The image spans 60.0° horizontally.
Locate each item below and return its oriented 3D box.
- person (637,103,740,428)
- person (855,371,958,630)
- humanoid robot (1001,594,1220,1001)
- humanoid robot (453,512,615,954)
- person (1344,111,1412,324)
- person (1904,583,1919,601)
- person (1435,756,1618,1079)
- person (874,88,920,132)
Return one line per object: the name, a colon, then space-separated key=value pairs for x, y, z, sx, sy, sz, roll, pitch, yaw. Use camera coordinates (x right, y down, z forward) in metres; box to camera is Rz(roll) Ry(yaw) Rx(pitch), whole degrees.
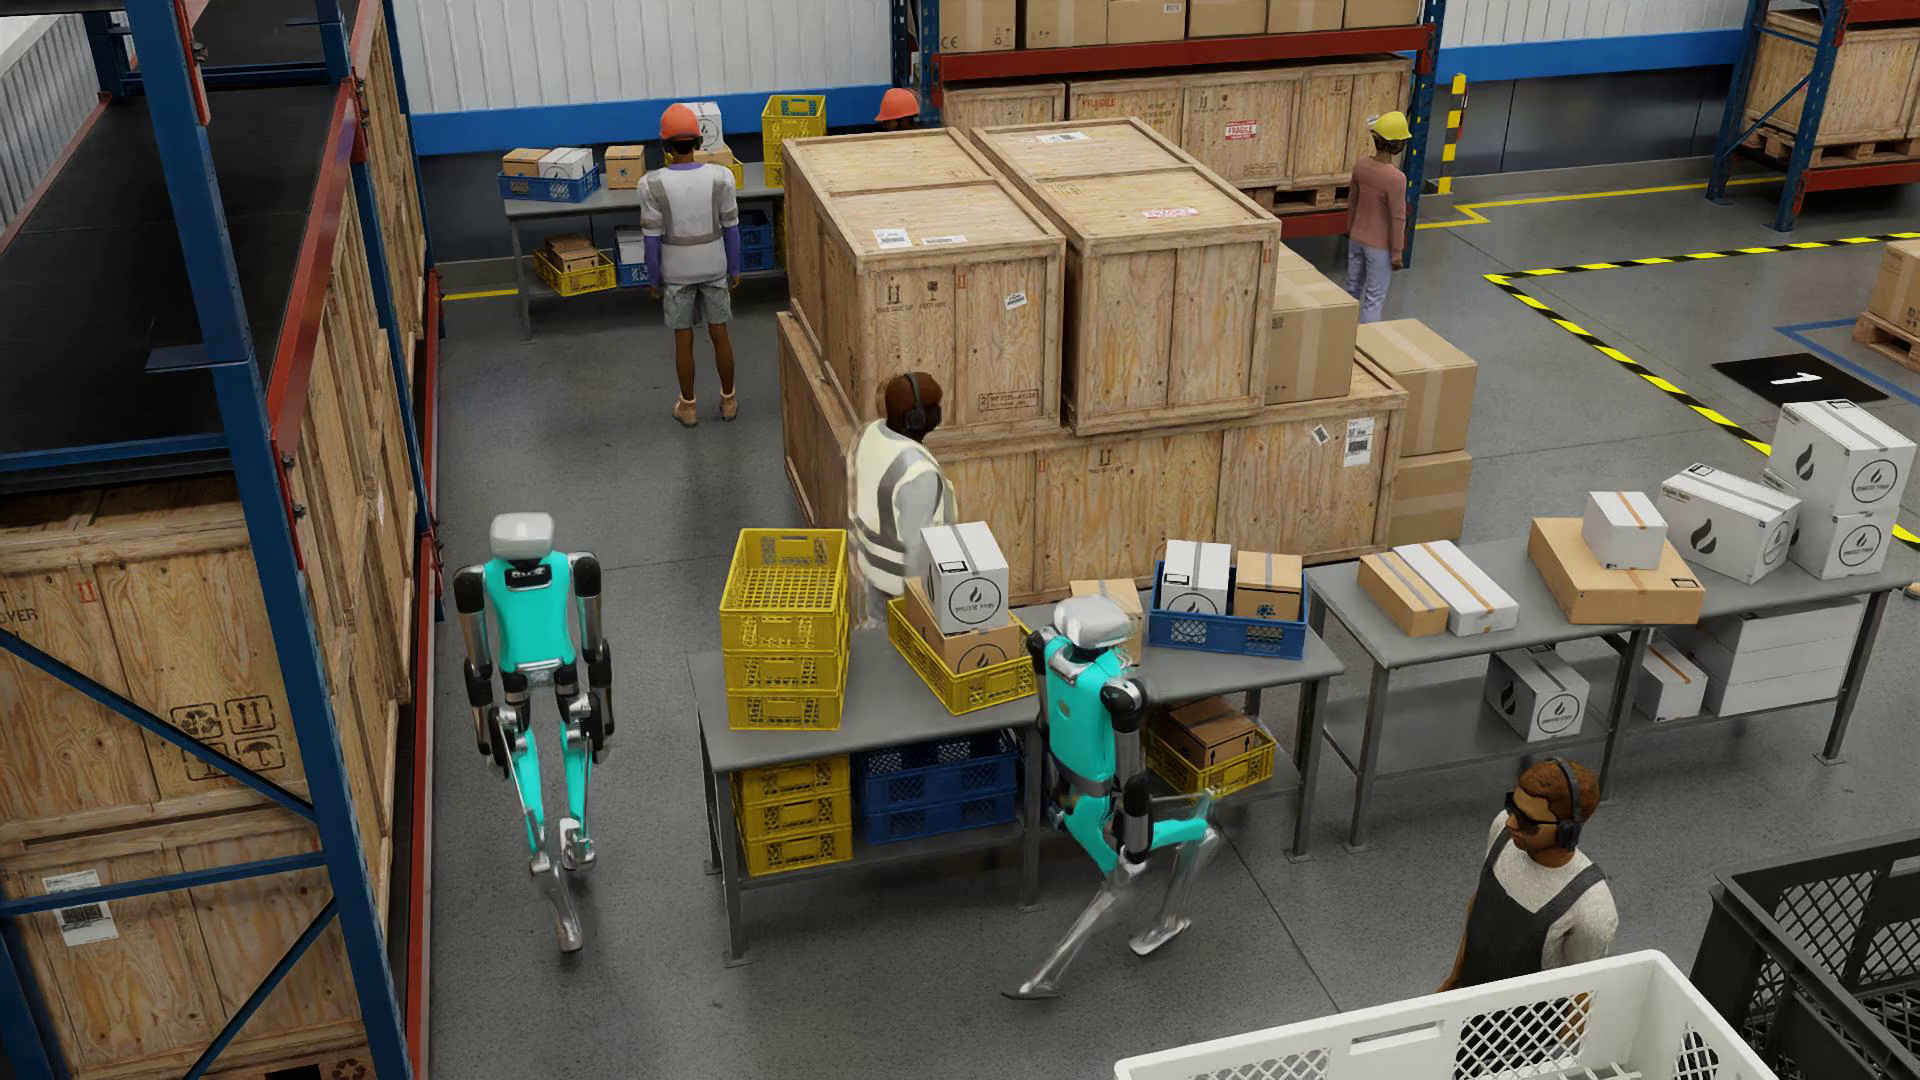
person: x=-1.660 y=-1.682 z=10.331 sx=0.605 sy=2.047 sz=0.366 roll=-10 pitch=30 yaw=-17
person: x=-0.136 y=0.100 z=7.331 sx=0.787 sy=1.812 sz=0.667 roll=-13 pitch=31 yaw=-22
humanoid robot: x=0.616 y=0.921 z=5.956 sx=1.040 sy=1.747 sz=0.539 roll=-19 pitch=34 yaw=-31
humanoid robot: x=-1.514 y=0.783 z=6.174 sx=0.541 sy=1.737 sz=1.006 roll=-9 pitch=30 yaw=-16
person: x=2.798 y=-1.996 z=11.185 sx=0.308 sy=1.768 sz=0.532 roll=-13 pitch=31 yaw=-22
person: x=5.184 y=-0.497 z=8.184 sx=0.377 sy=2.043 sz=0.607 roll=0 pitch=29 yaw=0
person: x=1.626 y=1.405 z=4.931 sx=0.345 sy=1.846 sz=0.504 roll=-10 pitch=30 yaw=-18
person: x=-0.387 y=-2.060 z=11.160 sx=0.820 sy=1.899 sz=0.554 roll=-8 pitch=30 yaw=-14
